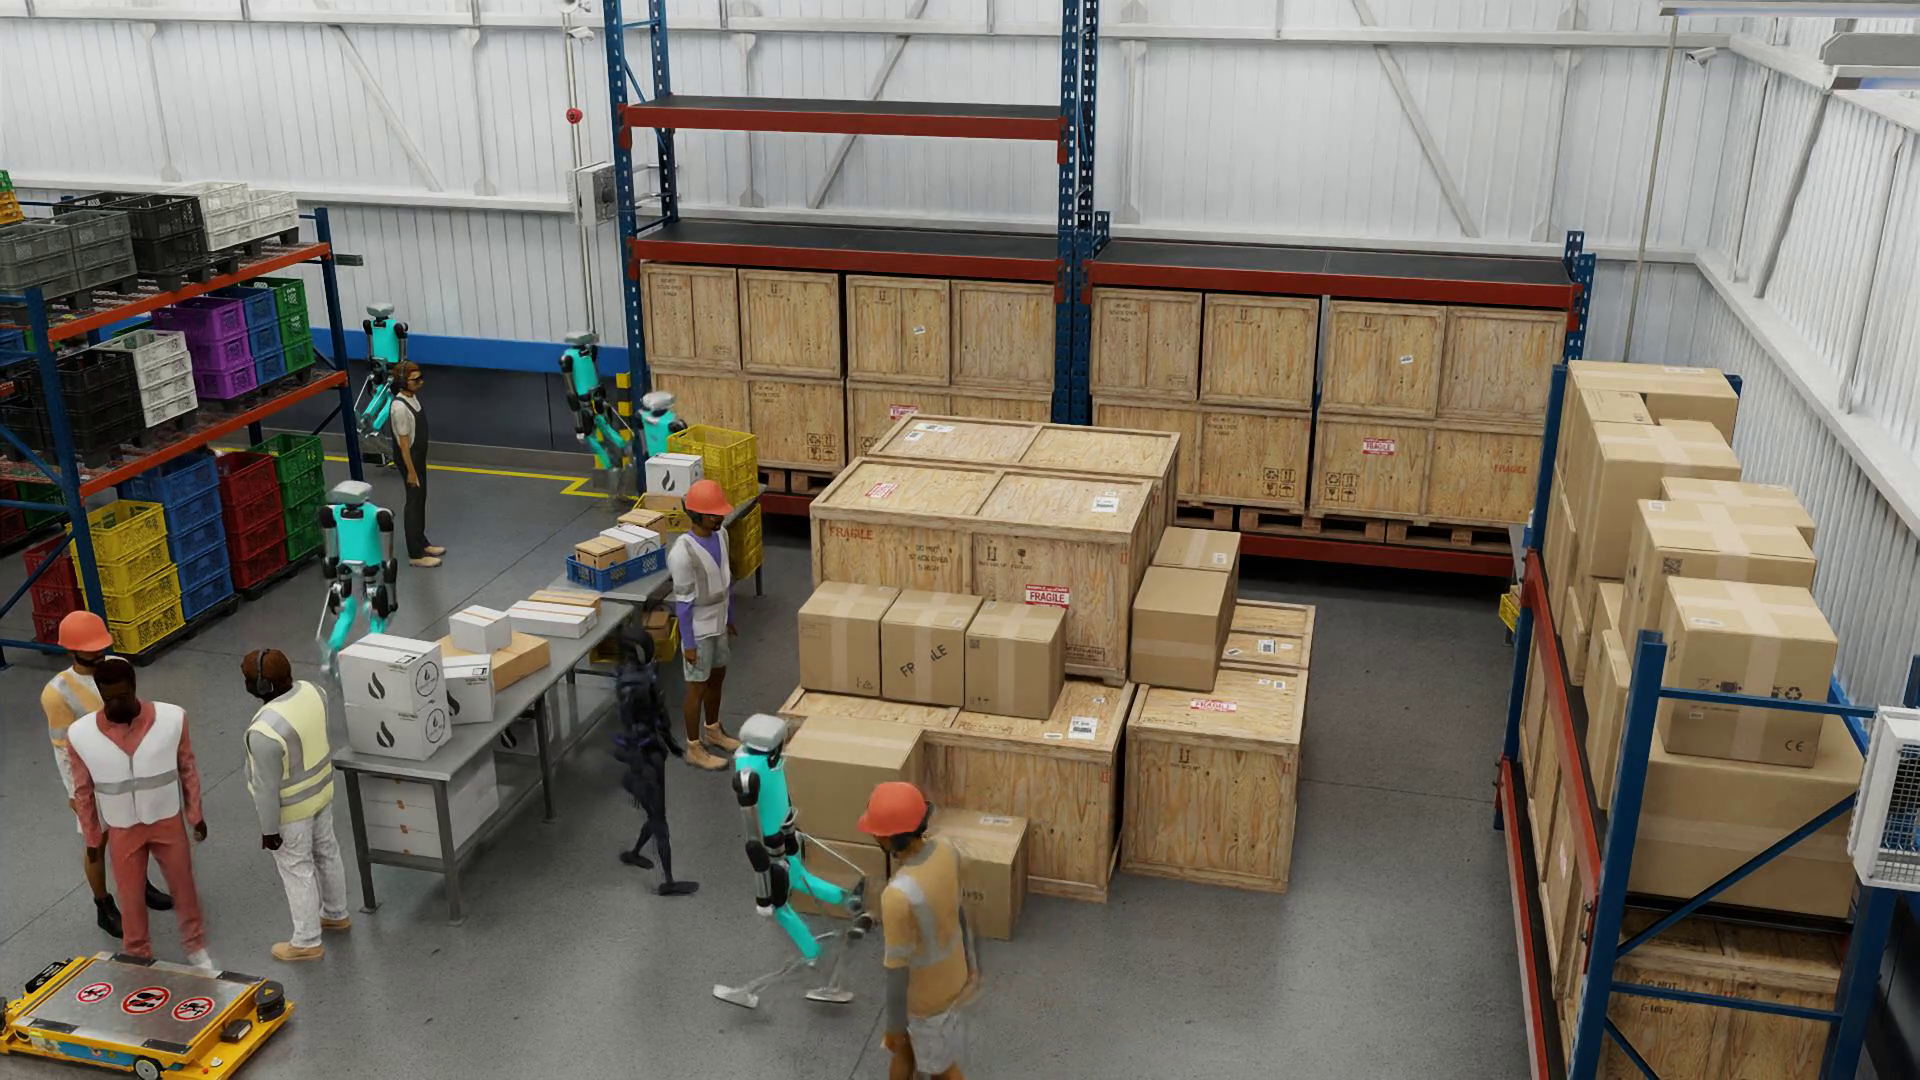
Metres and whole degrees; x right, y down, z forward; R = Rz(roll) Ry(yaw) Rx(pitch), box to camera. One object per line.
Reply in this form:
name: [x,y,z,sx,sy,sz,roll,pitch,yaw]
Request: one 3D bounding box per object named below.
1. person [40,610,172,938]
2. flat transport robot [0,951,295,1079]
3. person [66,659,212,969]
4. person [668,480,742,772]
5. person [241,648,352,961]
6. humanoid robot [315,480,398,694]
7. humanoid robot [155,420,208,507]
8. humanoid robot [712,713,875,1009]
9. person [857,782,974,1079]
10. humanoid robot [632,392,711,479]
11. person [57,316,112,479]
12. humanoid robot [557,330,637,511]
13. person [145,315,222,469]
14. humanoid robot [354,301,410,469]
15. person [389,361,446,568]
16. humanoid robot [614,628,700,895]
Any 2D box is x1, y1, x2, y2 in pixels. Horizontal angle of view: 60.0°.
person: [-4.779,1.285,9.347,0.376,1.937,0.545,8,22,20]
flat transport robot: [-4.270,2.464,8.601,1.431,0.231,0.659,5,22,13]
person: [-4.338,1.489,8.841,0.595,1.916,0.373,-11,23,-26]
person: [-1.667,0.567,11.104,0.401,2.035,0.600,9,23,23]
person: [-3.652,1.436,9.103,0.429,1.837,0.622,3,21,8]
humanoid robot: [-4.259,0.543,11.643,0.543,1.831,0.759,2,21,6]
humanoid robot: [-7.162,-0.780,15.208,0.608,1.652,0.776,8,22,21]
humanoid robot: [-0.810,1.706,8.510,0.958,1.741,0.549,4,21,10]
person: [-0.088,1.985,7.458,1.017,1.990,0.658,7,22,19]
humanoid robot: [-2.345,-0.501,14.296,0.558,1.705,0.977,13,25,31]
person: [-8.791,-1.417,16.698,0.478,1.733,0.333,-4,21,-9]
humanoid robot: [-3.359,-1.054,15.894,0.797,1.885,0.532,8,22,20]
person: [-7.702,-1.374,16.436,0.605,1.843,0.557,12,24,28]
humanoid robot: [-5.901,-1.522,16.783,0.533,1.677,0.735,10,23,24]
person: [-4.785,-0.671,14.592,0.325,1.843,0.513,-3,21,-7]
humanoid robot: [-1.816,1.265,9.811,0.574,1.649,0.597,3,21,8]
